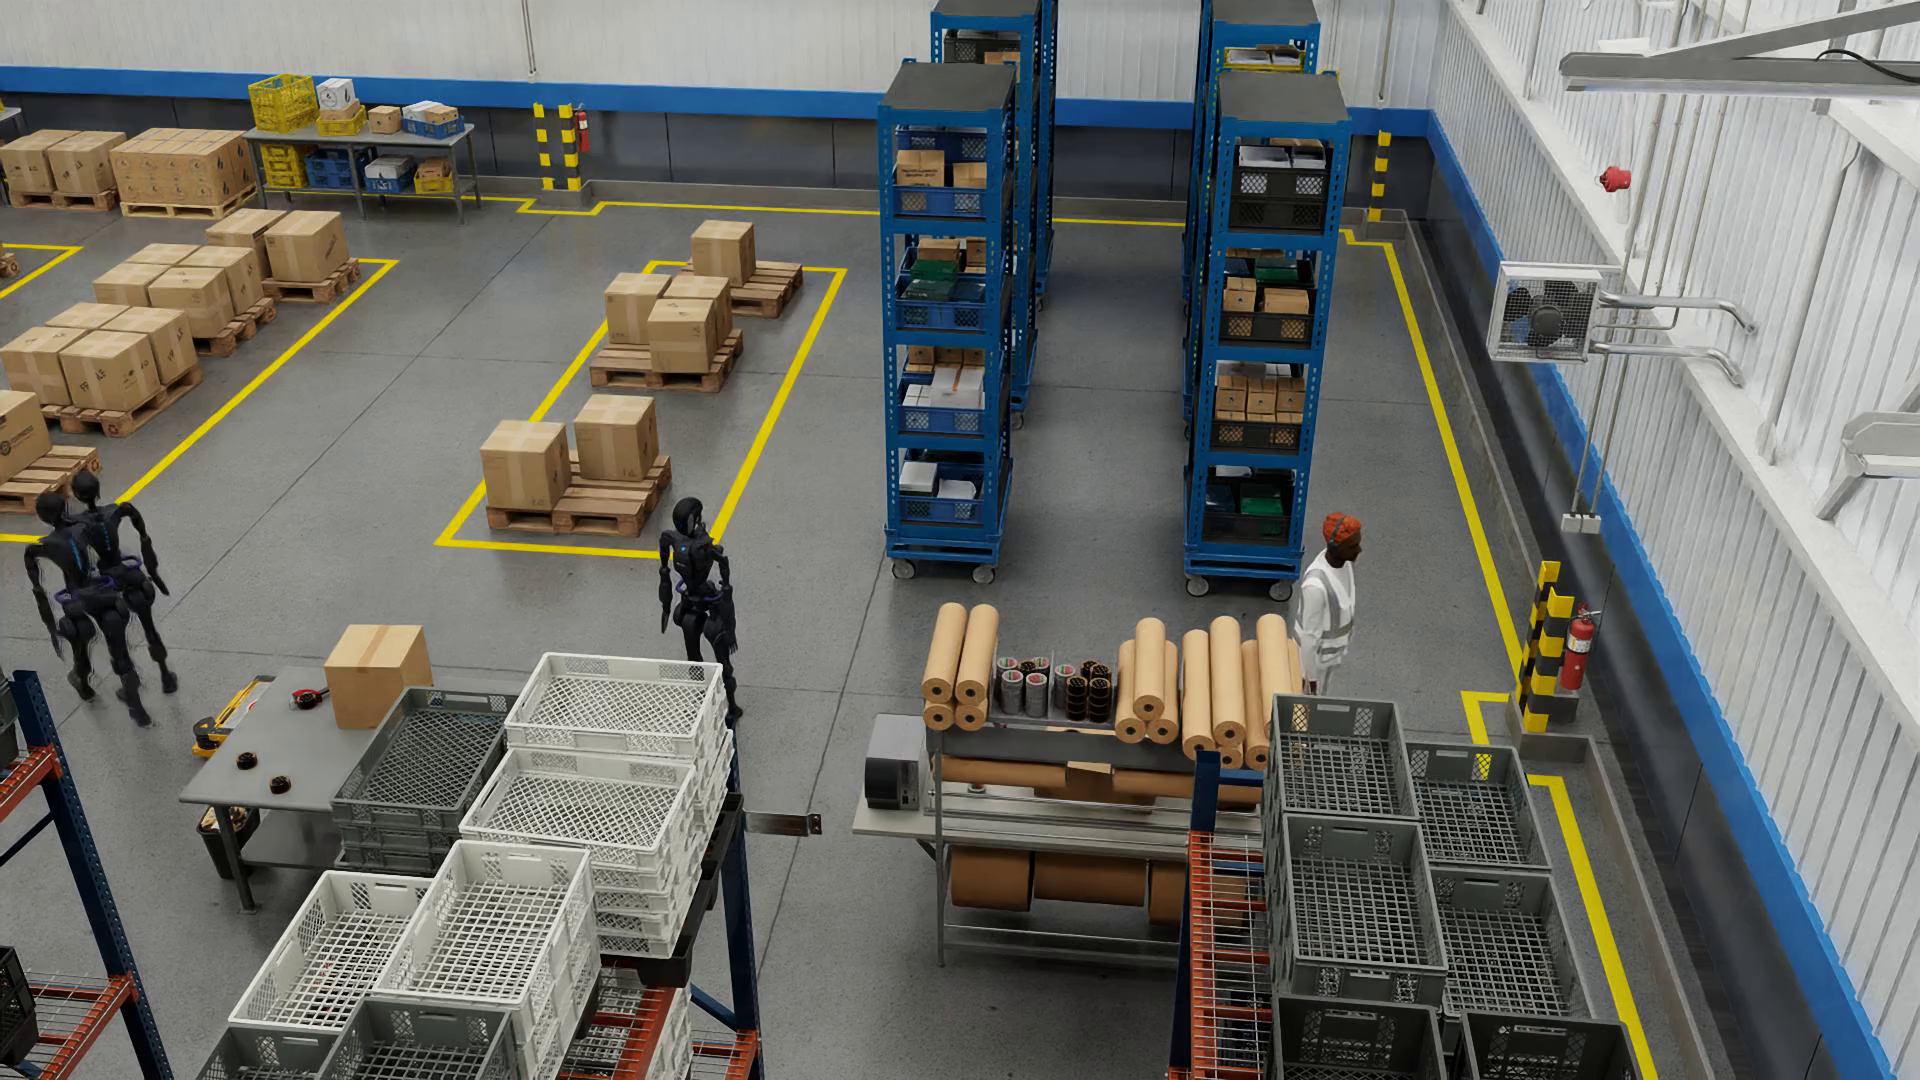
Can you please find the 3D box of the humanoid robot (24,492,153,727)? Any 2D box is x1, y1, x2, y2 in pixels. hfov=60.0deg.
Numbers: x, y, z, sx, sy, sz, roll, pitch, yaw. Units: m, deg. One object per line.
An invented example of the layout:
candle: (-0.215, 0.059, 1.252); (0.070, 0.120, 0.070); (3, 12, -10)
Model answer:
humanoid robot: (-5.567, 0.405, 10.606); (0.585, 1.620, 0.772); (-25, 39, -36)

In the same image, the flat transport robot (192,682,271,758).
flat transport robot: (-4.089, 1.163, 10.648); (1.431, 0.197, 0.652); (3, 30, 6)

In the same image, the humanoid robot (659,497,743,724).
humanoid robot: (-1.636, 0.455, 10.489); (0.573, 1.652, 0.328); (15, 33, 24)

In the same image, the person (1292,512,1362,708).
person: (2.158, 0.670, 9.919); (0.353, 1.881, 0.575); (15, 34, 25)

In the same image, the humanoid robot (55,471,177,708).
humanoid robot: (-5.457, 0.297, 10.751); (0.610, 1.656, 0.343); (-25, 38, -36)
